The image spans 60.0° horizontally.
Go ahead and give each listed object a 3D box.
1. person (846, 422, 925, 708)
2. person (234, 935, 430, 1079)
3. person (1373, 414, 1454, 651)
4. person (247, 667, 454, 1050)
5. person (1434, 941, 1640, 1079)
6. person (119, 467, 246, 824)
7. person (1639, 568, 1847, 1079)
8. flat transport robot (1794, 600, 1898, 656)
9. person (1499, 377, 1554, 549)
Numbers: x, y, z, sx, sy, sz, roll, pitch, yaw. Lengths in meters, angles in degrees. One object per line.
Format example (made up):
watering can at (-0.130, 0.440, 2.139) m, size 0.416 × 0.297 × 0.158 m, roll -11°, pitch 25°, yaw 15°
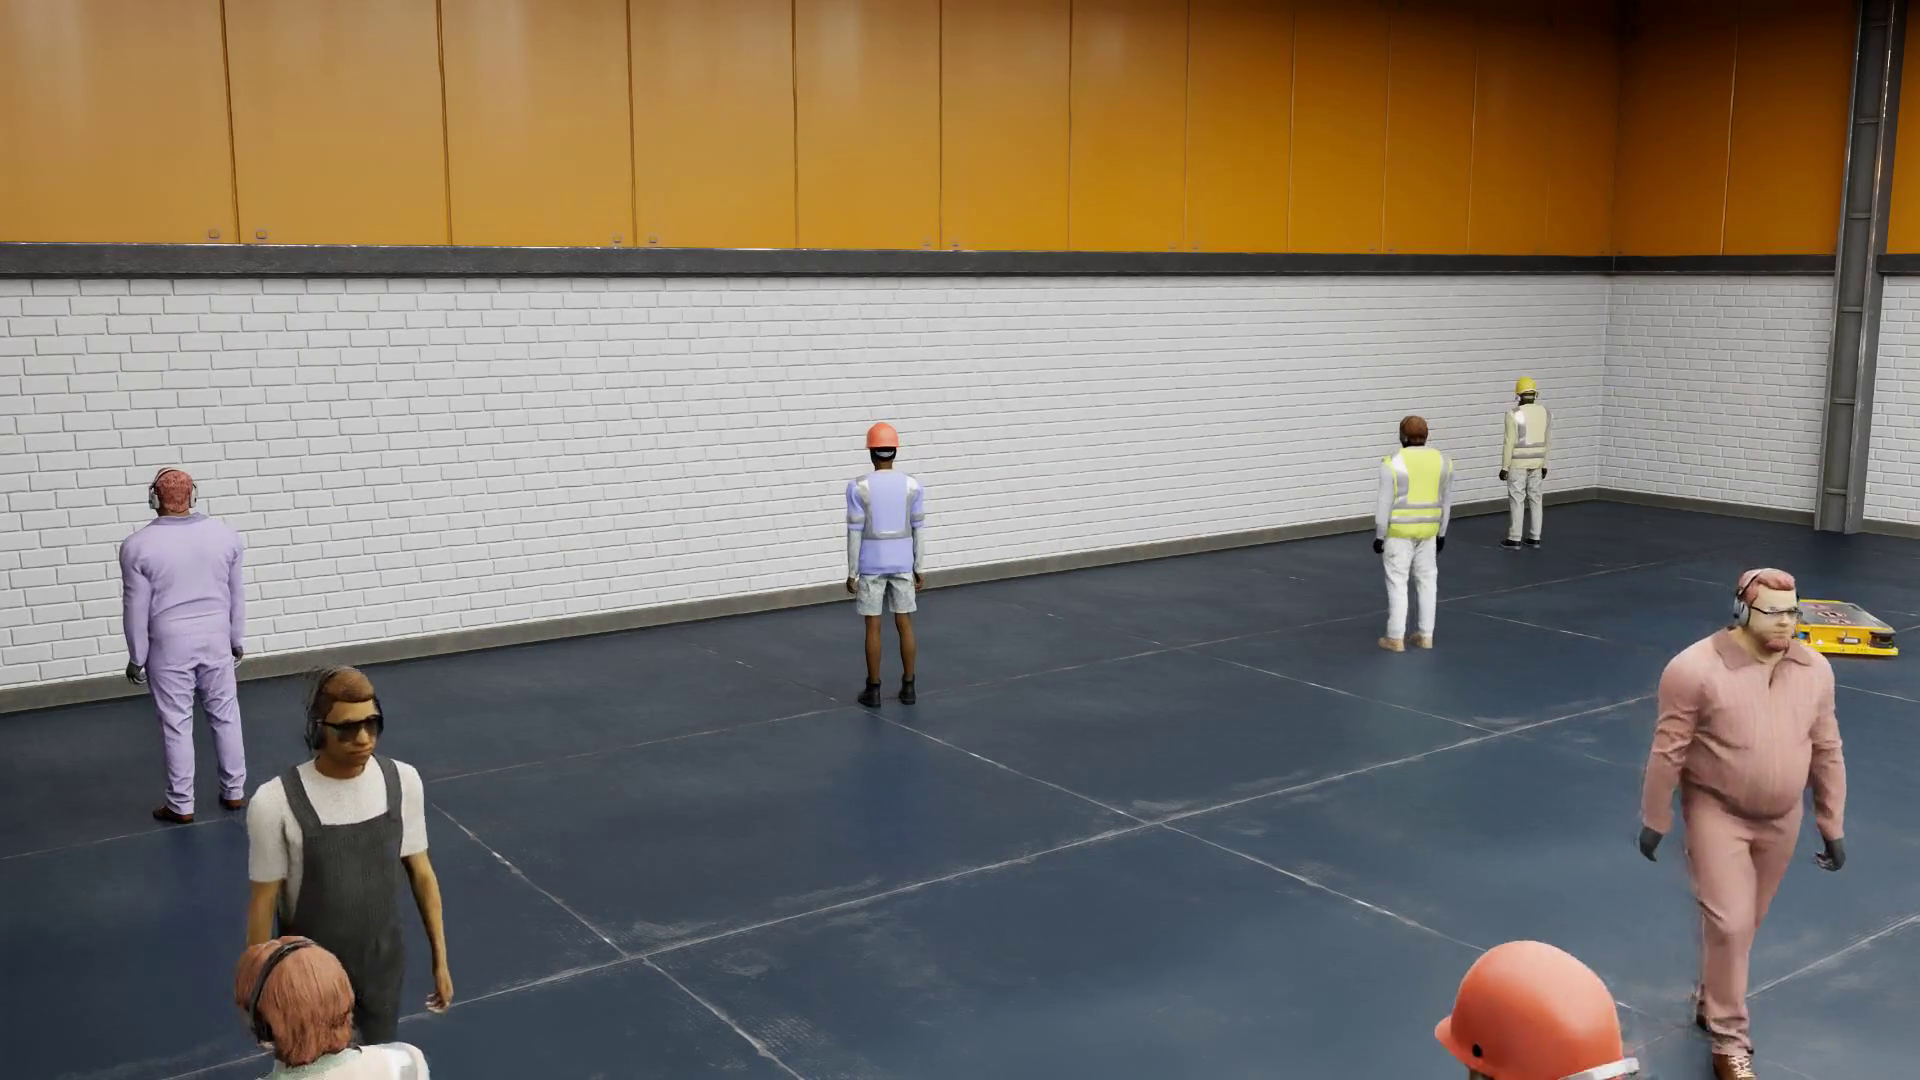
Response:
person at (-0.514, 0.167, 11.280) m, size 0.551 × 1.932 × 0.378 m, roll -3°, pitch 10°, yaw -17°
person at (-1.292, 1.611, 3.426) m, size 0.856 × 1.599 × 0.529 m, roll 9°, pitch 13°, yaw 44°
person at (3.503, -0.057, 12.952) m, size 0.633 × 1.842 × 0.429 m, roll -2°, pitch 9°, yaw -14°
person at (-1.721, 1.271, 4.793) m, size 0.593 × 1.827 × 0.549 m, roll 8°, pitch 12°, yaw 42°
person at (0.891, 1.584, 2.534) m, size 0.633 × 1.949 × 1.040 m, roll -4°, pitch 10°, yaw -22°
person at (-4.165, 0.562, 8.933) m, size 0.400 × 1.910 × 0.643 m, roll 8°, pitch 12°, yaw 42°
person at (2.904, 1.044, 6.044) m, size 0.692 × 1.876 × 0.815 m, roll -1°, pitch 9°, yaw -8°
flat transport robot at (6.914, 0.670, 13.295) m, size 0.652 × 0.197 × 1.431 m, roll 2°, pitch 9°, yaw 12°
person at (5.982, -0.814, 17.652) m, size 0.596 × 1.828 × 0.403 m, roll -3°, pitch 10°, yaw -19°
